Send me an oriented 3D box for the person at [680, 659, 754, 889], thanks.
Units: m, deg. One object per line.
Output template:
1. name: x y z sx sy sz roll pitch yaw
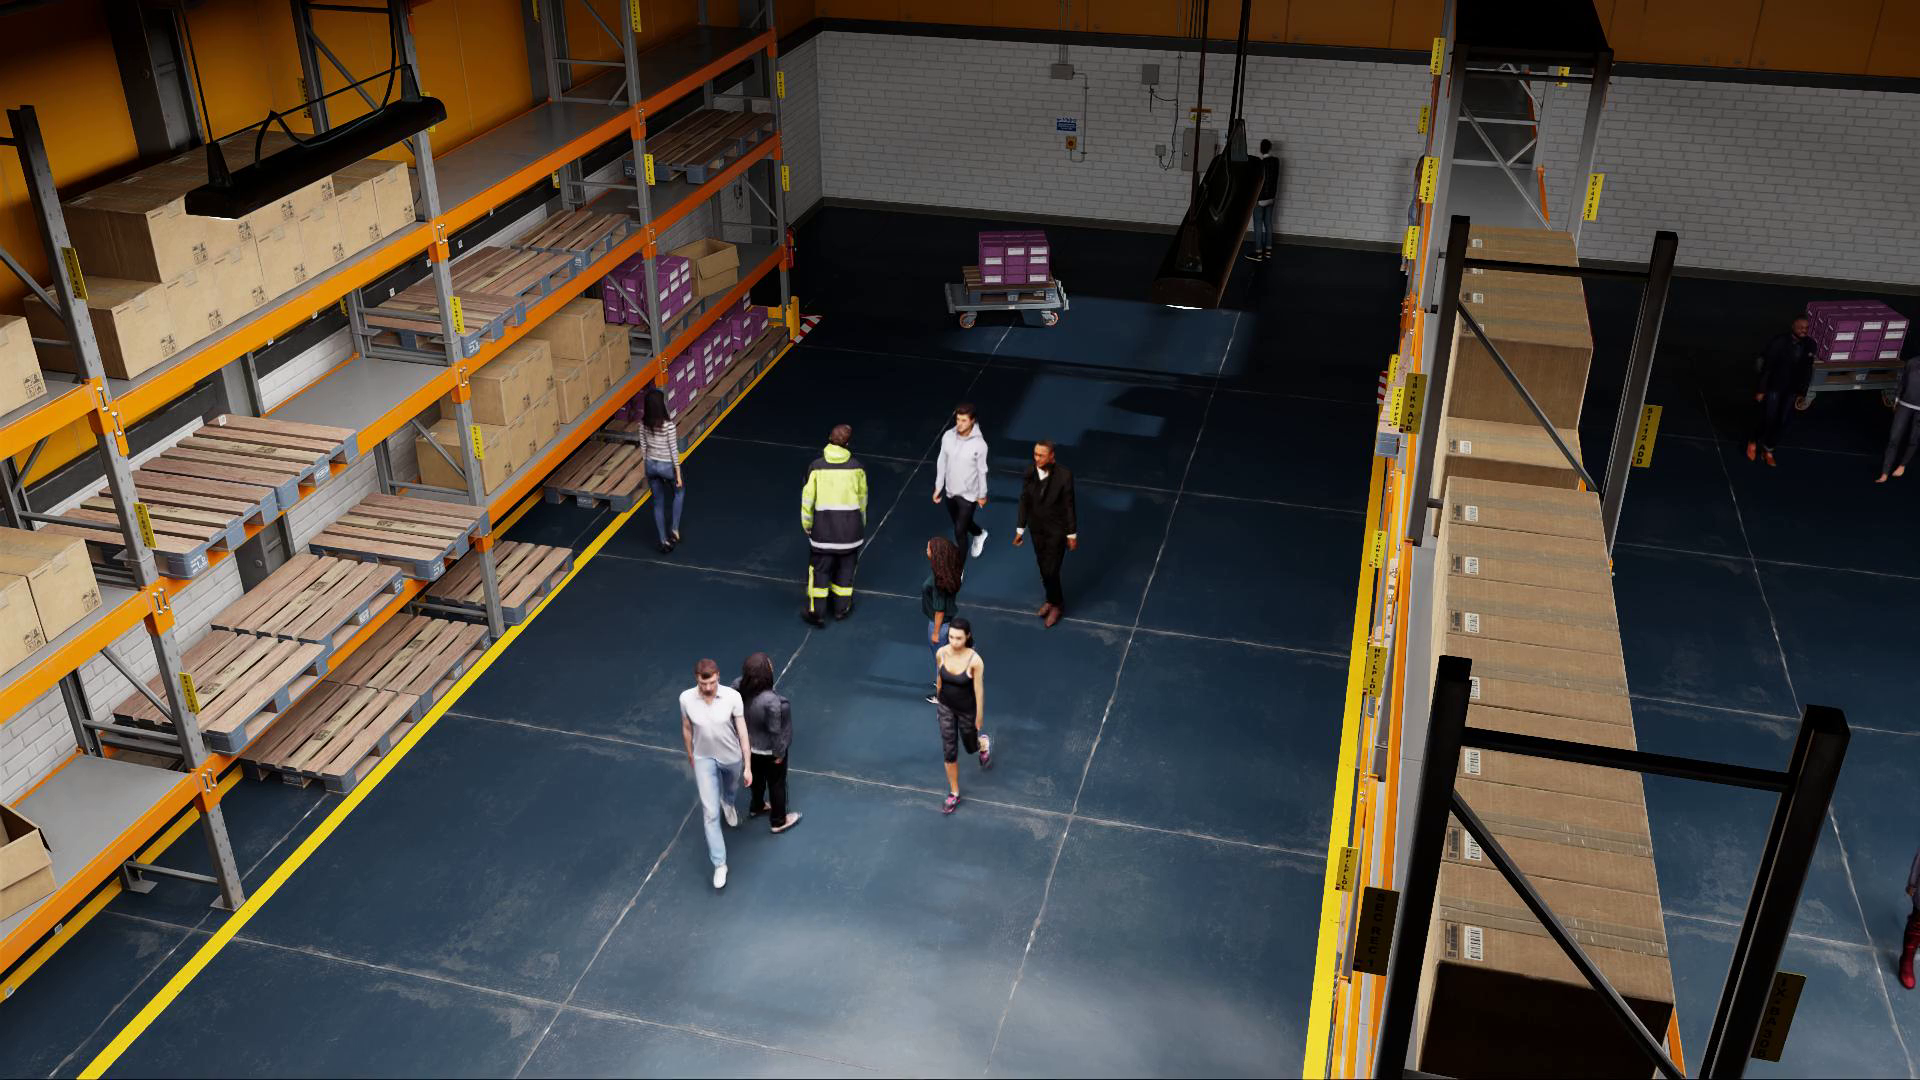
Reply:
1. person: -1.842 1.622 12.710 1.002 1.807 1.350 -4 29 -6

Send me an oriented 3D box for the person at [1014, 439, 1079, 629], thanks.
1. person: 0.907 -0.135 15.849 0.842 1.885 0.856 19 34 31

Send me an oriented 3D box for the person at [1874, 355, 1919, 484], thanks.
1. person: 10.620 -1.475 18.466 0.884 1.732 1.076 24 37 36

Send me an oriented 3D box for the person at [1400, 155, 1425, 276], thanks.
1. person: 6.740 -4.801 24.494 0.713 1.797 0.572 -4 29 -7

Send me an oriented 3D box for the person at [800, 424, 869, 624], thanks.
1. person: -1.188 -0.129 15.779 1.008 1.941 0.982 -8 30 -15

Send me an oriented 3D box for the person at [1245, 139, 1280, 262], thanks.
1. person: 4.586 -5.138 25.089 0.698 1.818 0.804 -21 35 -33

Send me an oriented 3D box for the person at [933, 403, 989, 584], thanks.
1. person: 0.069 -0.515 16.536 0.941 1.893 1.298 18 33 29

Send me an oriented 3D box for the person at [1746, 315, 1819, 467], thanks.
1. person: 9.283 -1.732 18.857 0.796 1.808 0.777 -2 29 -3

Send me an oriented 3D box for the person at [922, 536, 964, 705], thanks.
1. person: -0.154 0.699 14.601 0.664 1.615 0.533 9 30 16

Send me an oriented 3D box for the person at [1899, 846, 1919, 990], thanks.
1. person: 6.781 2.334 11.515 0.607 1.699 0.733 6 29 11

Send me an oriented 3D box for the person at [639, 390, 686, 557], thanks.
1. person: -3.067 -0.641 16.884 0.624 1.781 0.632 9 30 15

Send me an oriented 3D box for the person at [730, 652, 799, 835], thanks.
1. person: -1.574 1.575 13.015 0.775 1.596 0.792 24 37 37

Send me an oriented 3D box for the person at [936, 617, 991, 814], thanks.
1. person: 0.034 1.329 13.352 0.669 1.705 1.011 13 31 22
